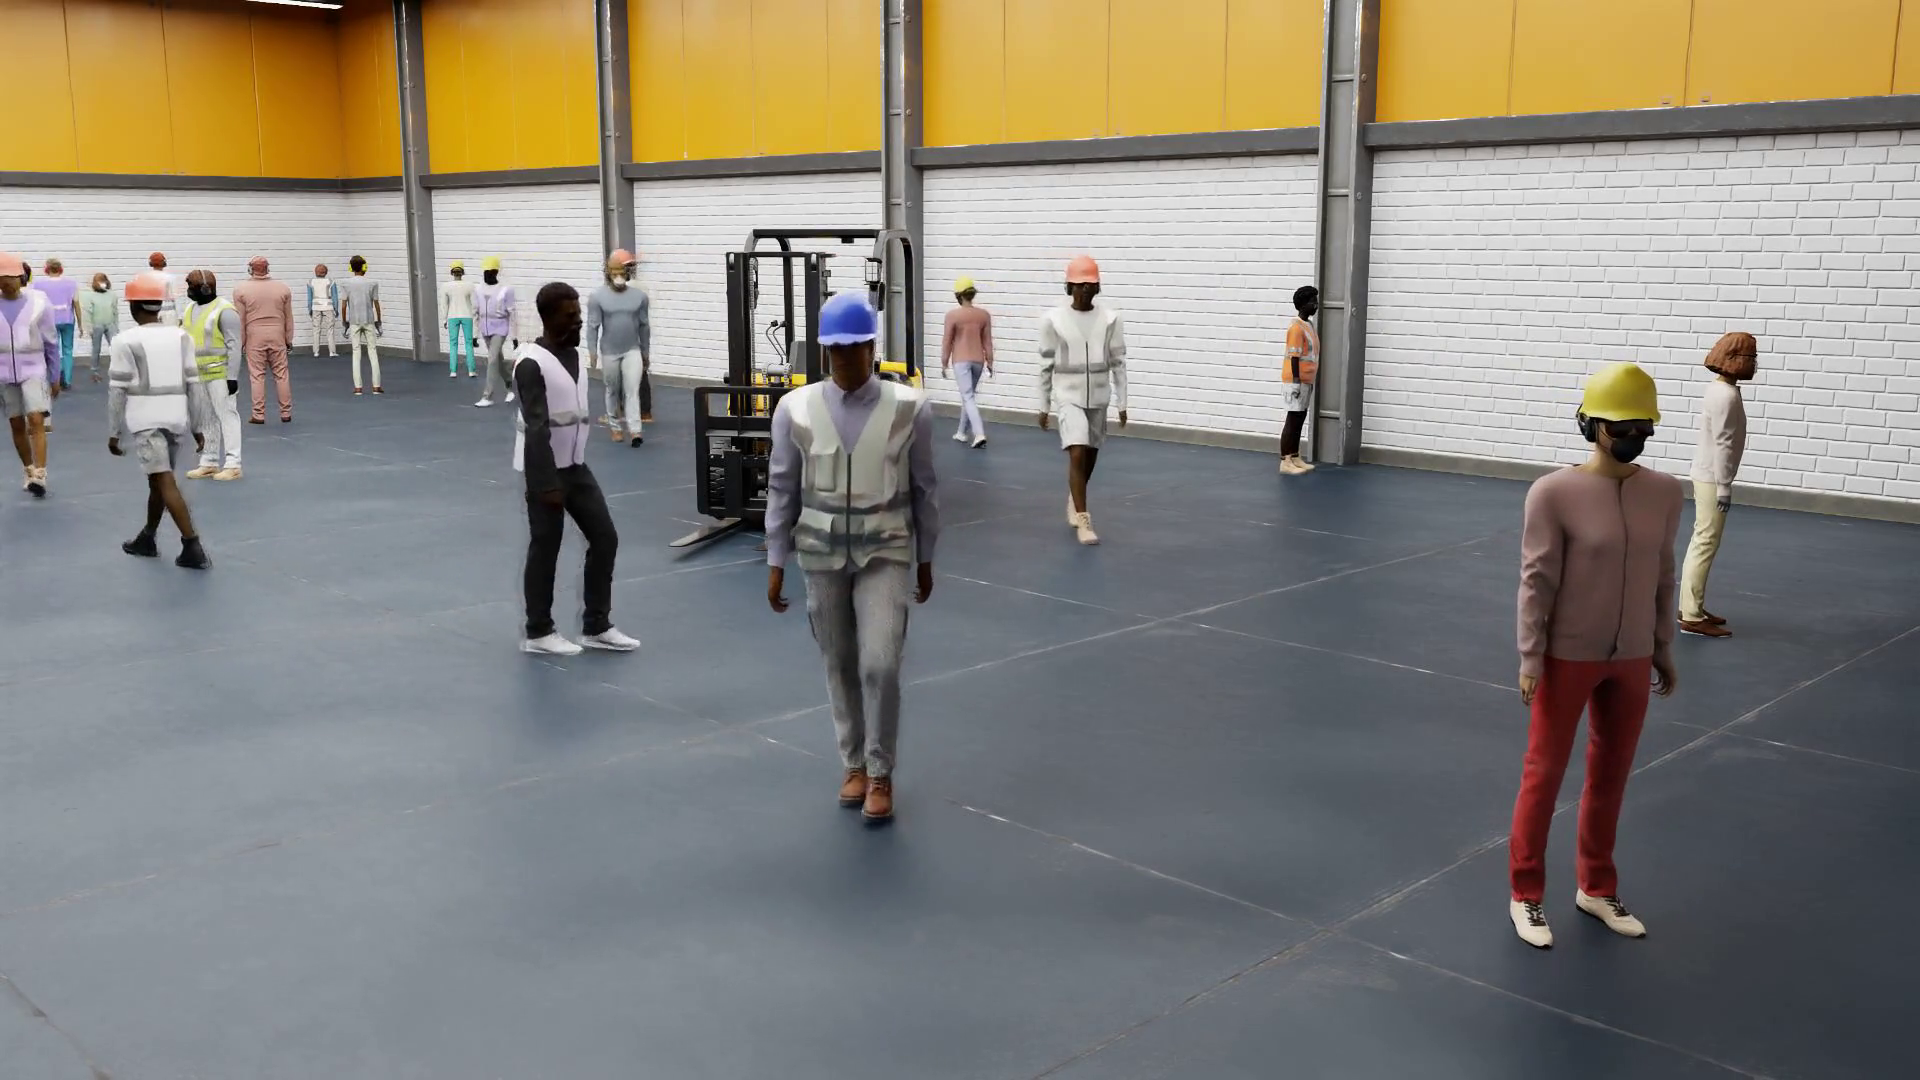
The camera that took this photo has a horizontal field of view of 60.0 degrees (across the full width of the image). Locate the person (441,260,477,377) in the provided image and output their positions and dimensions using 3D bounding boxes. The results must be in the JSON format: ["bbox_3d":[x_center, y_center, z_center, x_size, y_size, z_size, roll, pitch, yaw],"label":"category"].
[{"bbox_3d":[-7.527,-3.324,25.044,0.525,1.761,0.340,-2,11,-9],"label":"person"}]

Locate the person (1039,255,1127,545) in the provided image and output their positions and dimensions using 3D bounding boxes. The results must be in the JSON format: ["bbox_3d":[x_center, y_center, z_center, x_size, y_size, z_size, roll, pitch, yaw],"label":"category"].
[{"bbox_3d":[0.861,-1.017,11.804,0.618,2.007,0.995,-2,11,-10],"label":"person"}]

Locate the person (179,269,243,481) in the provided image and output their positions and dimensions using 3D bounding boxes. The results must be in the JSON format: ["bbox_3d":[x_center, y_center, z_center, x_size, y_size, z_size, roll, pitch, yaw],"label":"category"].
[{"bbox_3d":[-6.543,-1.435,14.528,0.622,1.840,0.430,6,12,29],"label":"person"}]

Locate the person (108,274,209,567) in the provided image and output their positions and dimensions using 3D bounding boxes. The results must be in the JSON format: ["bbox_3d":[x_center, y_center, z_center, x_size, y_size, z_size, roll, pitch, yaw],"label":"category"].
[{"bbox_3d":[-5.218,-0.772,10.788,0.977,1.890,0.558,6,12,31],"label":"person"}]

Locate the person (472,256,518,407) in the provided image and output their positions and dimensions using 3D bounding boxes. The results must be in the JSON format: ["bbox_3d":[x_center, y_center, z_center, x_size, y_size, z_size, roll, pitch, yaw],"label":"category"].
[{"bbox_3d":[-5.867,-2.645,21.015,0.599,1.888,0.958,5,11,23],"label":"person"}]

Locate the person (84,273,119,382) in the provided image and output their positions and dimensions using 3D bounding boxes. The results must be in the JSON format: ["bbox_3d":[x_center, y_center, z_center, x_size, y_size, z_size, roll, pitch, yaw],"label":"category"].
[{"bbox_3d":[-12.423,-3.073,24.151,0.837,1.584,0.507,9,14,40],"label":"person"}]

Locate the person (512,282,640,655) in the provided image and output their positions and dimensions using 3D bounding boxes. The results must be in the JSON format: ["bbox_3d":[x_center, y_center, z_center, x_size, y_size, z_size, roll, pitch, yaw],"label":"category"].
[{"bbox_3d":[-1.930,-0.334,8.344,0.711,1.894,0.615,3,11,18],"label":"person"}]

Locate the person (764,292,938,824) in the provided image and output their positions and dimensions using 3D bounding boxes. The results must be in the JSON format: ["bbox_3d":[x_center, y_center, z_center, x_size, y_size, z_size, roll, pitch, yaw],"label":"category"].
[{"bbox_3d":[-0.405,0.075,6.039,0.628,1.921,0.661,1,10,5],"label":"person"}]

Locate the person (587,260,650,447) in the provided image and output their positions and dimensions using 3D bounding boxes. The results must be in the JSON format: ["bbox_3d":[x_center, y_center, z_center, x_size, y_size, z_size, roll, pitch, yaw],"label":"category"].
[{"bbox_3d":[-3.456,-1.894,16.903,0.655,1.880,1.040,-4,11,-19],"label":"person"}]

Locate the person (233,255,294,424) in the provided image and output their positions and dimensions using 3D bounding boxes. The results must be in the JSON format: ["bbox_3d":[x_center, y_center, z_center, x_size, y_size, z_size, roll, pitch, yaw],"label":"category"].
[{"bbox_3d":[-7.901,-2.272,18.888,0.642,1.913,0.408,-8,13,-37],"label":"person"}]

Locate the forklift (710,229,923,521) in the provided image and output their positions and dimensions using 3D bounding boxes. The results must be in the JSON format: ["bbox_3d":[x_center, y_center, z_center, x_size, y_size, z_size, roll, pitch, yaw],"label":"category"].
[{"bbox_3d":[-1.050,-1.319,12.920,1.214,2.155,2.313,2,11,13],"label":"forklift"}]

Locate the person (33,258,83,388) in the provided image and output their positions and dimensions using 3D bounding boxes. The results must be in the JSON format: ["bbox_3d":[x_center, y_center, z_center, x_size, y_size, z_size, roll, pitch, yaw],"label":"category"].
[{"bbox_3d":[-12.480,-2.994,23.059,0.576,1.824,0.640,-7,12,-33],"label":"person"}]

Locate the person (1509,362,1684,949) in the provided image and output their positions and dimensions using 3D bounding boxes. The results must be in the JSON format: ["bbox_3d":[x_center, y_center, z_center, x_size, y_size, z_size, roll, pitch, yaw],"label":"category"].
[{"bbox_3d":[1.918,0.351,4.983,0.533,1.767,0.327,-3,11,-13],"label":"person"}]

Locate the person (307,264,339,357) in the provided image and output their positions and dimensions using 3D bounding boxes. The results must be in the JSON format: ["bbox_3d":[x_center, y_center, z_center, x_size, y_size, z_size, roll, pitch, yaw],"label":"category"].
[{"bbox_3d":[-11.197,-4.029,29.253,0.531,1.626,0.322,-1,10,-3],"label":"person"}]

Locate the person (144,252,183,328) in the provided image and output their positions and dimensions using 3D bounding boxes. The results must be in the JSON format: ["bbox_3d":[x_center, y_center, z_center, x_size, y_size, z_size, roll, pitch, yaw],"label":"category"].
[{"bbox_3d":[-11.810,-3.305,24.641,0.587,1.881,0.409,-1,10,-4],"label":"person"}]

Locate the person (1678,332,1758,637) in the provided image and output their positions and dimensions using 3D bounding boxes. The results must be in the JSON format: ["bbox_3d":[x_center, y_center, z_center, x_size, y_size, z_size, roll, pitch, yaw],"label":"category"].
[{"bbox_3d":[4.070,-0.300,8.924,0.287,1.627,0.497,4,11,19],"label":"person"}]

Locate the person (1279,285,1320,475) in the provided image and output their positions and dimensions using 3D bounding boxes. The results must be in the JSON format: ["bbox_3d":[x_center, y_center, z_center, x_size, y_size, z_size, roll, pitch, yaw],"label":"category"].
[{"bbox_3d":[3.048,-1.429,14.899,0.321,1.689,0.530,5,11,24],"label":"person"}]

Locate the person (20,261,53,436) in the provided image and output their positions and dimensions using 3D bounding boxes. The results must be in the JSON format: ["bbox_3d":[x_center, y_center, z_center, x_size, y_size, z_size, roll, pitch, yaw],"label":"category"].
[{"bbox_3d":[-9.983,-2.048,17.800,0.328,1.868,0.523,6,12,31],"label":"person"}]

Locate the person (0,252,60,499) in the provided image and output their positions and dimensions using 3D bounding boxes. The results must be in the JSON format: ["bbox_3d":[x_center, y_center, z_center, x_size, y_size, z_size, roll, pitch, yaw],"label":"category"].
[{"bbox_3d":[-7.688,-1.331,13.551,0.618,1.980,1.074,-4,11,-21],"label":"person"}]

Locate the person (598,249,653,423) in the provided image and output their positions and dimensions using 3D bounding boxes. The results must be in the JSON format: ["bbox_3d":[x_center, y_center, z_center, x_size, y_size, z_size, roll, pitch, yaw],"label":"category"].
[{"bbox_3d":[-3.851,-2.309,18.926,0.742,1.964,0.651,3,11,14],"label":"person"}]

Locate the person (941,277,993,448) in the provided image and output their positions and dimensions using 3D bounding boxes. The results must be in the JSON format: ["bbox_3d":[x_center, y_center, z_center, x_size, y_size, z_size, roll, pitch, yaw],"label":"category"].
[{"bbox_3d":[0.092,-1.802,16.865,0.530,1.717,0.907,-6,12,-28],"label":"person"}]

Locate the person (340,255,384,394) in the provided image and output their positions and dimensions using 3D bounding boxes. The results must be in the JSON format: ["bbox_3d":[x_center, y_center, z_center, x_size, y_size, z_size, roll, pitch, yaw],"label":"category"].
[{"bbox_3d":[-8.050,-2.889,22.381,0.518,1.865,0.323,-3,11,-16],"label":"person"}]
